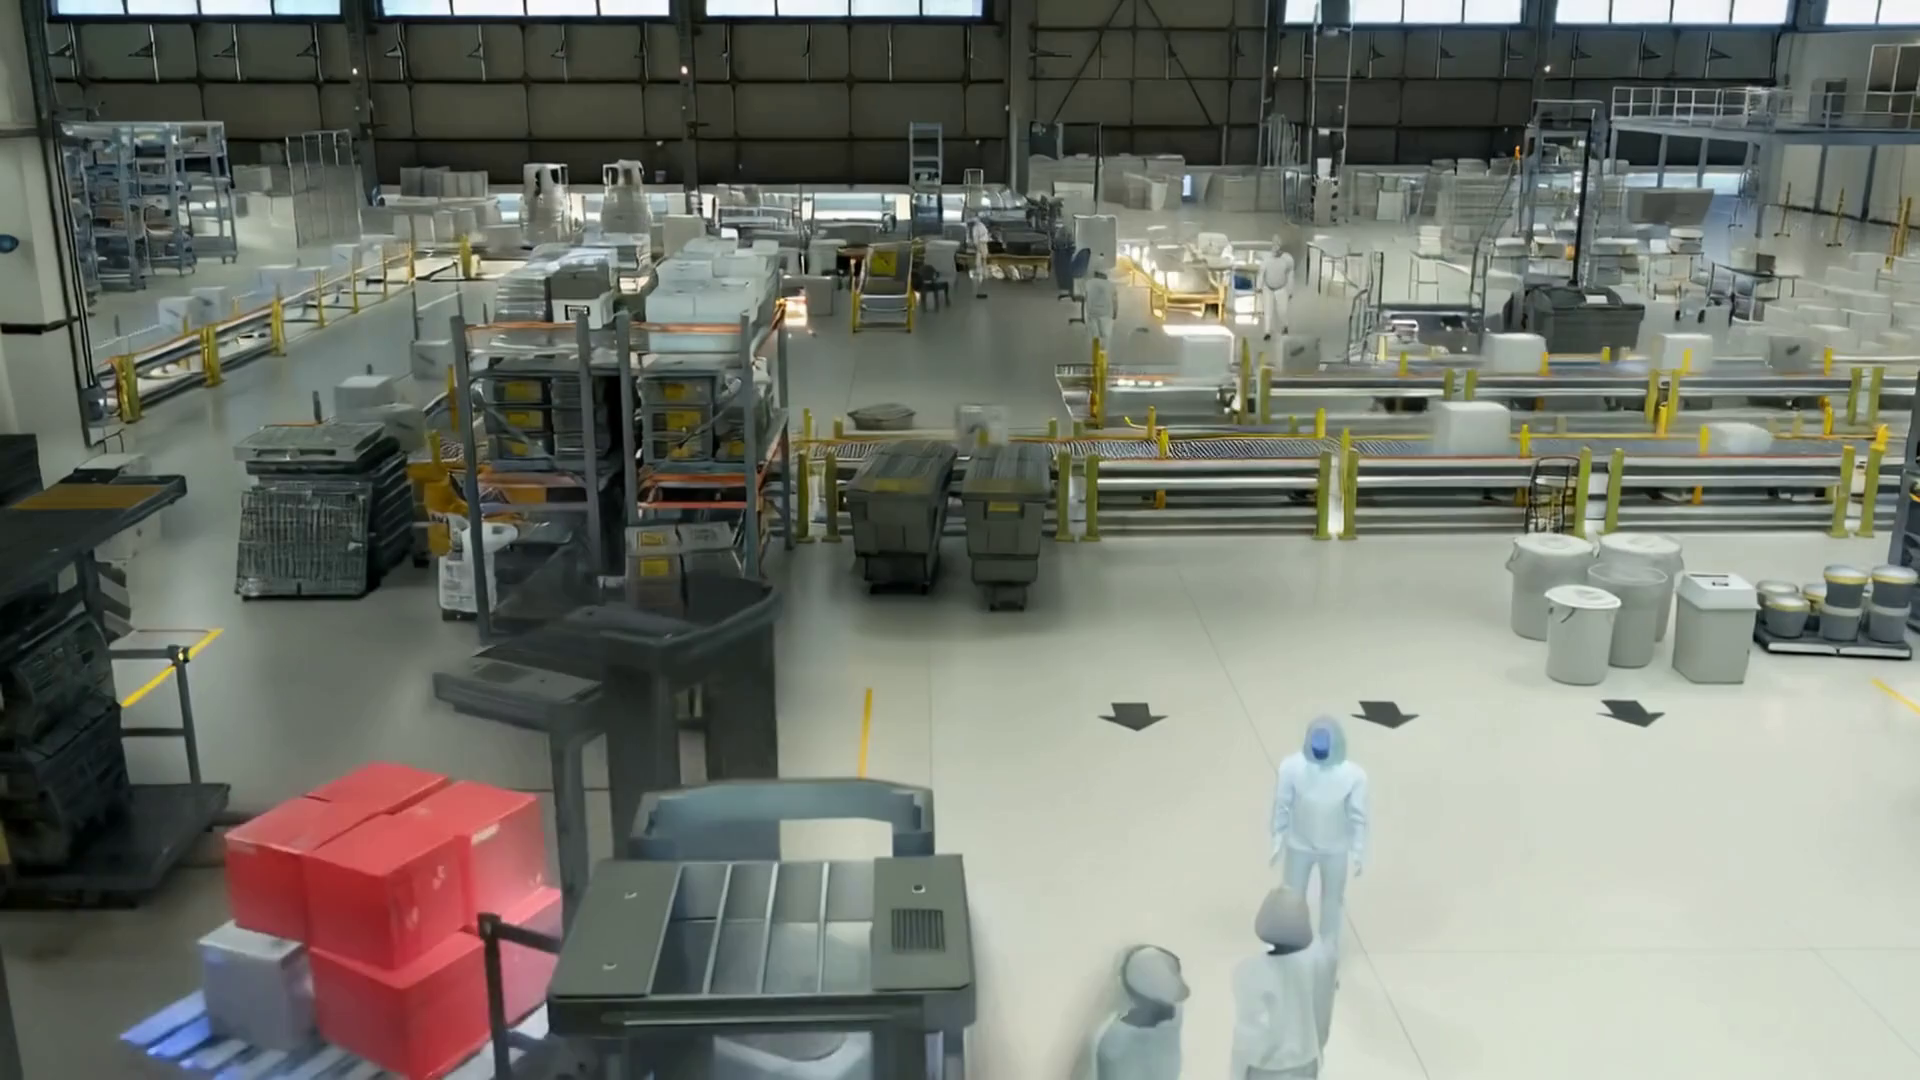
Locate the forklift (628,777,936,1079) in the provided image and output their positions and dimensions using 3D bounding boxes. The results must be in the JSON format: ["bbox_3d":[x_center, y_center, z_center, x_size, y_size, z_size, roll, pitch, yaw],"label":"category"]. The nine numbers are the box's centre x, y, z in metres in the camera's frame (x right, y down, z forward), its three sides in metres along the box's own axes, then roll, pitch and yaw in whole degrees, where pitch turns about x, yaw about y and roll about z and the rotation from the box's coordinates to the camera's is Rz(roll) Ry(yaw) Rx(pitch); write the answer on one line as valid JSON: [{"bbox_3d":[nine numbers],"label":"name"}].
[{"bbox_3d":[-0.542,2.165,5.552,1.129,2.768,1.873,-1,16,-2],"label":"forklift"}]

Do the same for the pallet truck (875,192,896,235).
[{"bbox_3d":[-2.277,-9.986,50.594,0.653,1.274,1.630,0,16,-1],"label":"pallet truck"}]

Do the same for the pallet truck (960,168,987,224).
[{"bbox_3d":[0.383,-10.230,50.206,0.823,1.965,1.885,-1,16,-3],"label":"pallet truck"}]

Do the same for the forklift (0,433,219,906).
[{"bbox_3d":[-5.952,0.780,10.366,1.873,2.768,1.129,0,16,-1],"label":"forklift"}]

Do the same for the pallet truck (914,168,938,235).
[{"bbox_3d":[-0.989,-10.316,50.507,0.823,1.965,1.885,1,16,3],"label":"pallet truck"}]

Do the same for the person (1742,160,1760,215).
[{"bbox_3d":[27.033,-12.039,56.769,0.328,1.842,0.516,-10,19,-31],"label":"person"}]

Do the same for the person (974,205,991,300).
[{"bbox_3d":[0.485,-6.279,36.387,0.370,2.048,0.607,1,16,4],"label":"person"}]

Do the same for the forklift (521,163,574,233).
[{"bbox_3d":[-12.233,-10.122,49.298,1.157,1.987,2.680,0,16,-1],"label":"forklift"}]

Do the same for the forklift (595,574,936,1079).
[{"bbox_3d":[-1.130,1.611,7.476,1.873,2.768,1.129,8,18,26],"label":"forklift"}]

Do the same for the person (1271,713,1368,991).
[{"bbox_3d":[1.993,1.730,9.283,0.507,1.631,0.266,5,17,15],"label":"person"}]

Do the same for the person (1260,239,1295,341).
[{"bbox_3d":[5.943,-4.701,31.175,0.640,1.893,0.692,7,17,23],"label":"person"}]

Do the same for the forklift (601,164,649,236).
[{"bbox_3d":[-9.948,-10.127,49.296,1.157,1.987,2.680,-1,16,-3],"label":"forklift"}]

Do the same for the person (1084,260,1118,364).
[{"bbox_3d":[2.402,-3.819,28.214,0.588,1.835,0.403,7,18,24],"label":"person"}]

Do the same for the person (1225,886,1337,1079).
[{"bbox_3d":[1.408,2.287,7.347,0.498,1.634,0.281,-6,17,-20],"label":"person"}]

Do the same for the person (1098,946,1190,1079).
[{"bbox_3d":[0.802,2.440,6.628,0.537,1.737,0.788,-14,21,-41],"label":"person"}]

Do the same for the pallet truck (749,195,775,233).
[{"bbox_3d":[-6.051,-9.967,50.660,0.680,1.201,1.601,0,16,-1],"label":"pallet truck"}]

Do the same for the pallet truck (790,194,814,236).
[{"bbox_3d":[-4.814,-9.883,50.259,0.704,1.261,1.522,-1,16,-3],"label":"pallet truck"}]
